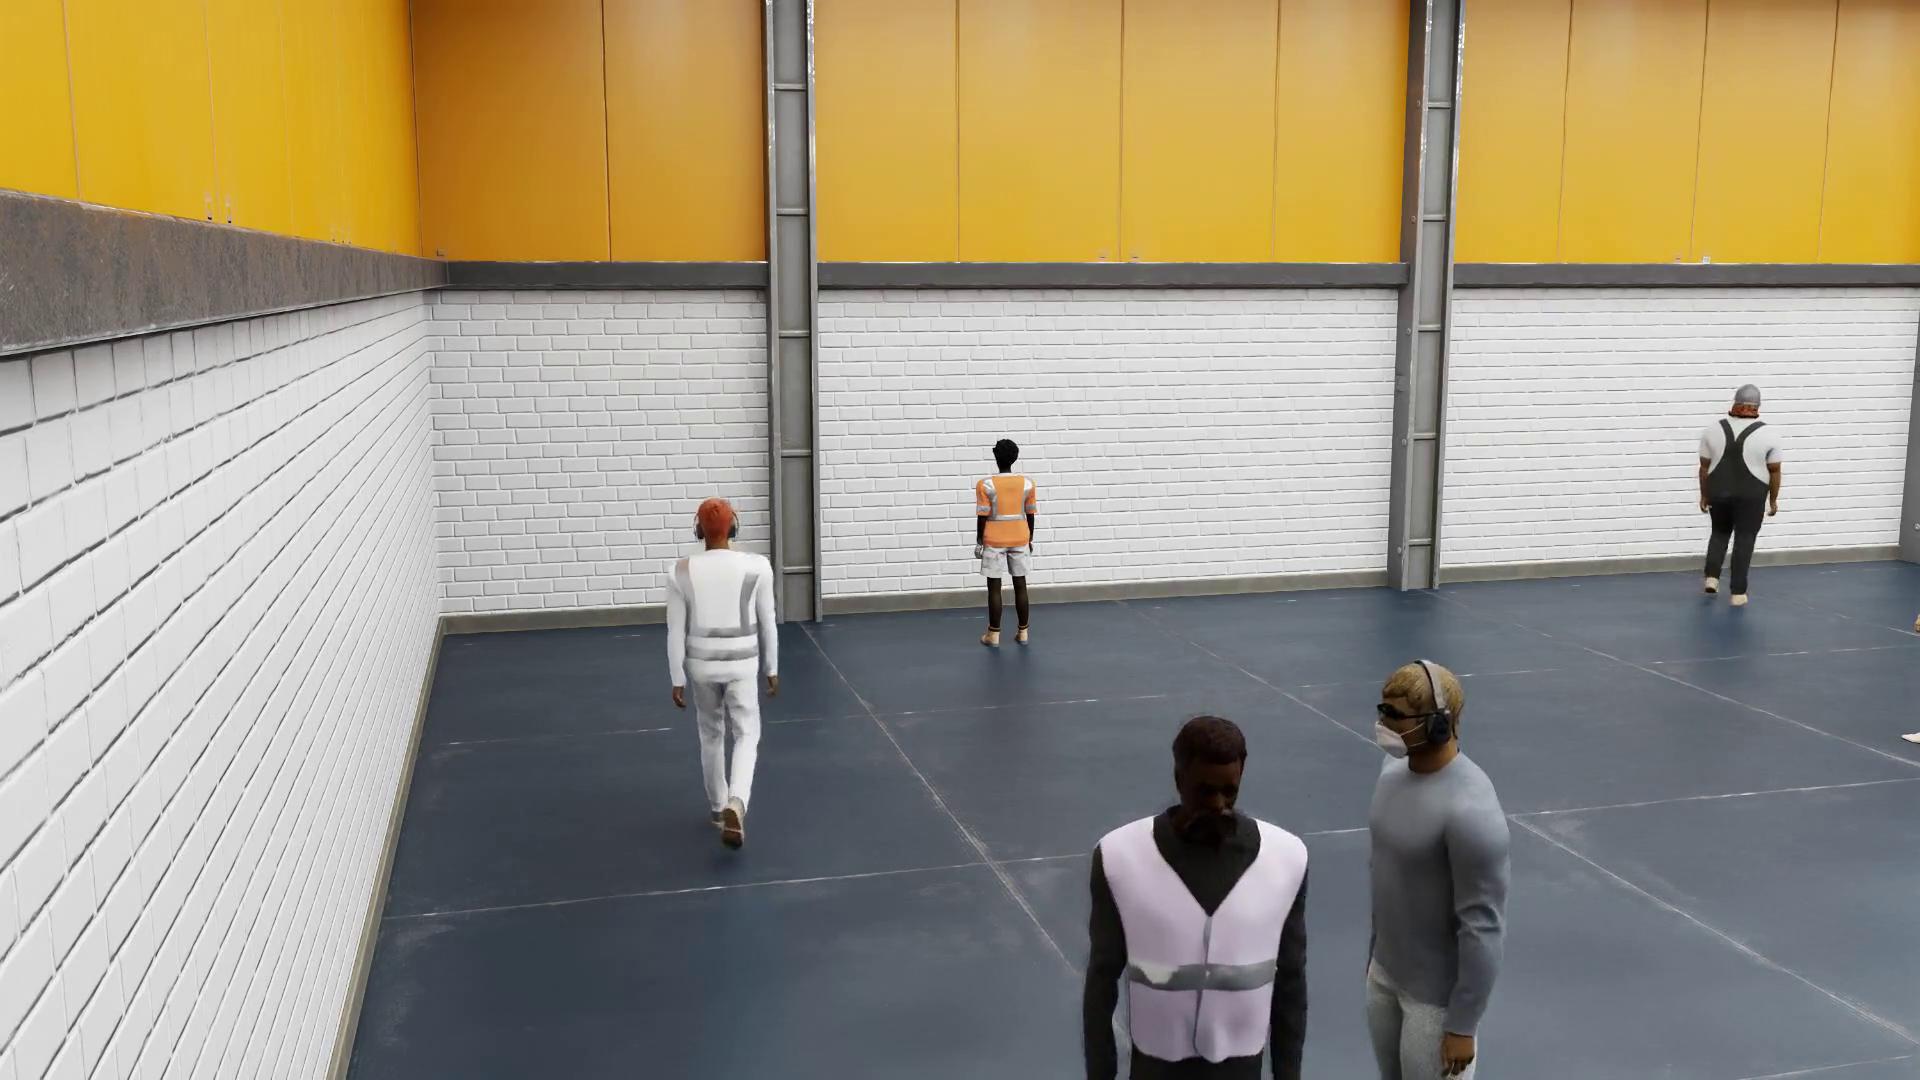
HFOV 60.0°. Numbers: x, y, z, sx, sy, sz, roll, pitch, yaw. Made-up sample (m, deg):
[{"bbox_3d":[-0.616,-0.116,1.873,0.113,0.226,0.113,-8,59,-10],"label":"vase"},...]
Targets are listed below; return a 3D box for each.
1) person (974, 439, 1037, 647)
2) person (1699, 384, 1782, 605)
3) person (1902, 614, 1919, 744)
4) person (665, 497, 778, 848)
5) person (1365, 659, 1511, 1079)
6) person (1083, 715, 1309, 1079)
[{"bbox_3d":[0.366,0.024,13.543,0.542,1.695,0.316,-3,10,-19],"label":"person"},{"bbox_3d":[7.195,-0.432,15.320,0.691,2.000,0.559,8,12,43],"label":"person"},{"bbox_3d":[6.347,0.448,10.678,0.533,1.768,0.310,-4,10,-23],"label":"person"},{"bbox_3d":[-1.265,0.698,8.847,0.581,1.862,0.805,0,9,-1],"label":"person"},{"bbox_3d":[1.357,1.293,4.871,0.355,1.936,0.635,-1,9,-9],"label":"person"},{"bbox_3d":[0.630,1.376,4.483,0.595,1.900,0.471,0,9,-3],"label":"person"}]
